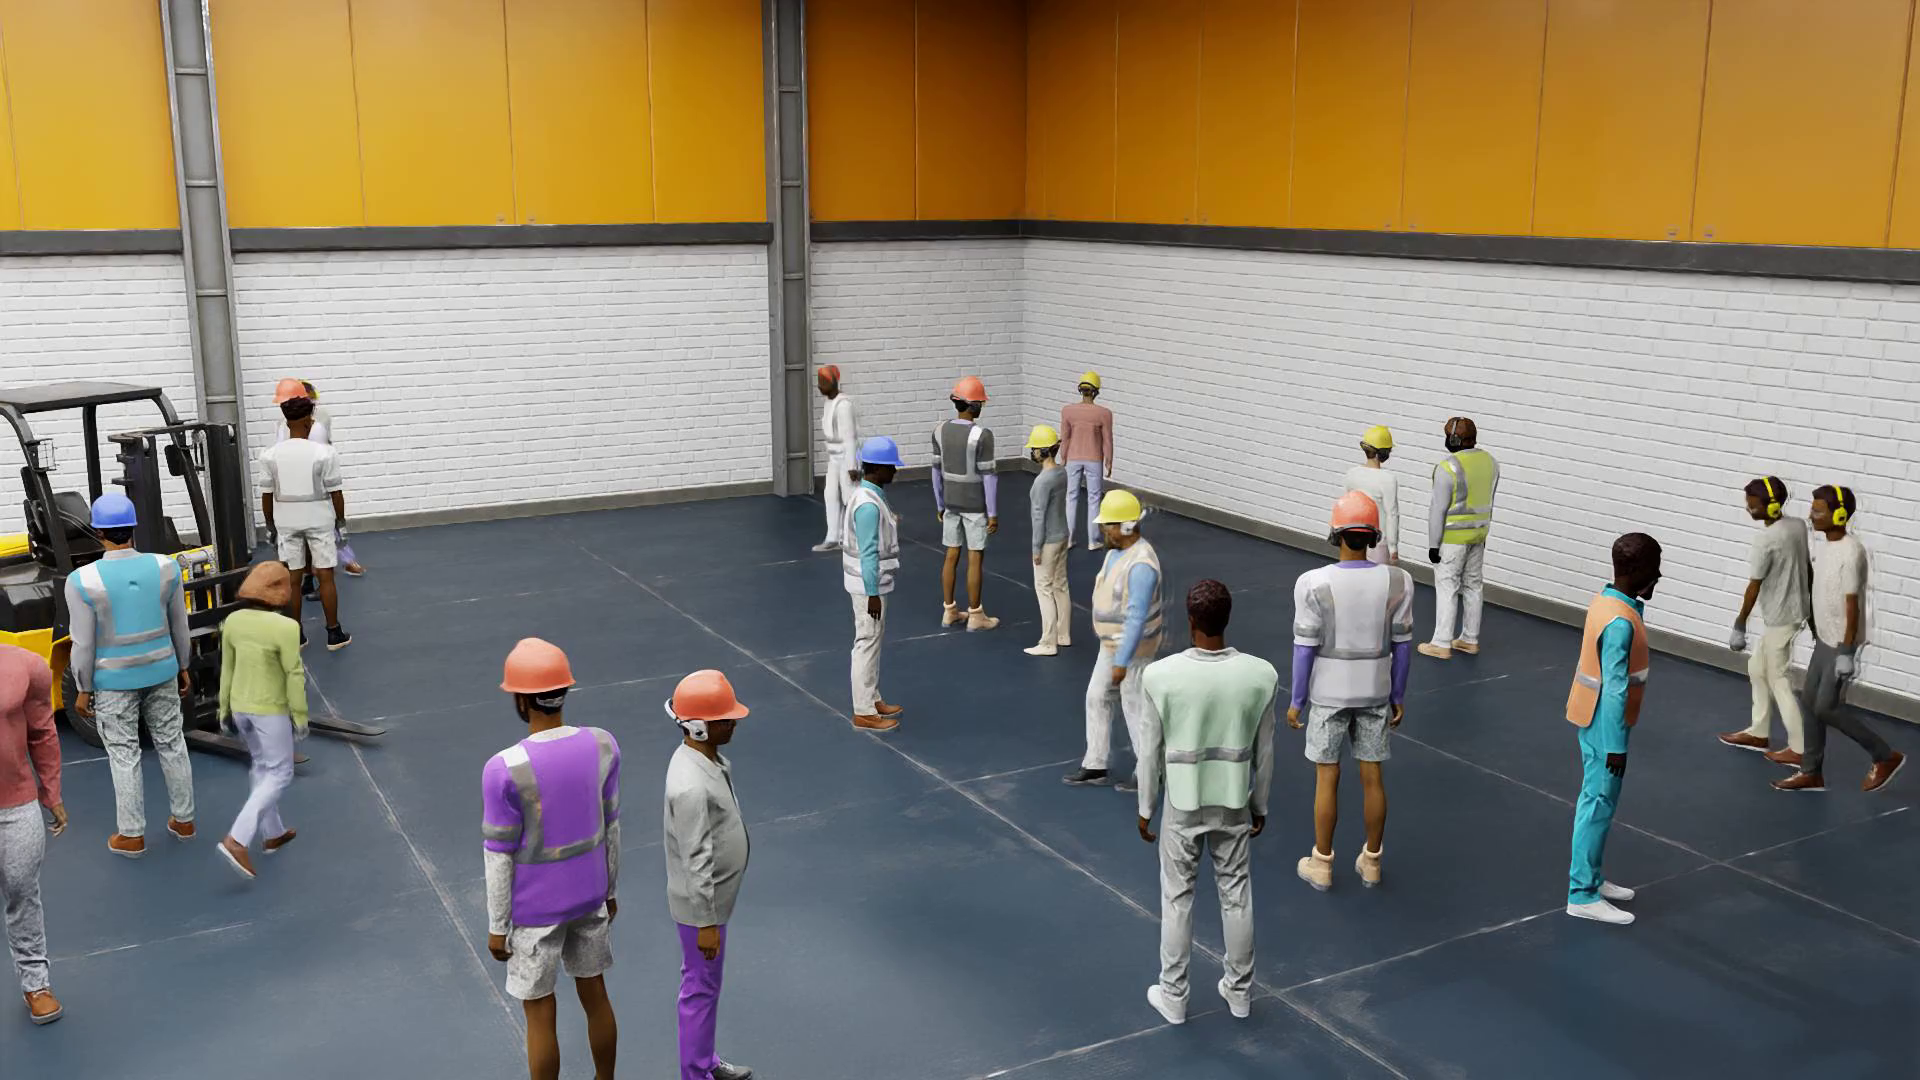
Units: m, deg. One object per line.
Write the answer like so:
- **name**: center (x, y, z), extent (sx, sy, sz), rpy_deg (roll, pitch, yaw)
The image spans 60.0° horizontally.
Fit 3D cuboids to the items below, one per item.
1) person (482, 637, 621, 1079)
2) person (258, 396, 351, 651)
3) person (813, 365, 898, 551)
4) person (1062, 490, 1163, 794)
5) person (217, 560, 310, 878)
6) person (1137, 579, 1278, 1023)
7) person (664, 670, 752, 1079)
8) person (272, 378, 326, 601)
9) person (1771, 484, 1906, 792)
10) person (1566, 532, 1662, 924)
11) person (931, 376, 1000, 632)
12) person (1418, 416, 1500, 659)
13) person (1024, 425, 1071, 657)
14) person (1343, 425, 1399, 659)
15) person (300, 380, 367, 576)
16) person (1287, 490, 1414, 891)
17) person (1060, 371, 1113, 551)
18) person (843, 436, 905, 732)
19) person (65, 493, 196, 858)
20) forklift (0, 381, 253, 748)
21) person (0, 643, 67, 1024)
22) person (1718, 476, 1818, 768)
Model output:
- **person**: center (-1.500, 1.305, 6.116), extent (0.388, 1.930, 0.544), rpy_deg (12, 17, 44)
- **person**: center (-4.998, -0.121, 12.708), extent (0.612, 1.962, 0.363), rpy_deg (-1, 12, -7)
- **person**: center (-1.036, -0.801, 16.203), extent (0.768, 1.850, 0.587), rpy_deg (-5, 13, -23)
- **person**: center (0.911, 0.603, 9.681), extent (0.620, 1.800, 0.609), rpy_deg (-2, 12, -11)
- **person**: center (-3.693, 0.924, 8.662), extent (0.540, 1.601, 0.634), rpy_deg (4, 13, 20)
- **person**: center (1.045, 1.114, 7.067), extent (0.585, 1.908, 0.390), rpy_deg (-1, 12, -6)
- **person**: center (-0.952, 1.342, 6.347), extent (0.327, 1.752, 0.563), rpy_deg (-1, 12, -7)
- **person**: center (-5.652, -0.429, 14.252), extent (0.541, 1.930, 0.385), rpy_deg (7, 14, 31)
- **person**: center (5.134, 0.597, 9.592), extent (0.590, 1.856, 0.547), rpy_deg (2, 12, 8)
- **person**: center (3.147, 0.896, 8.076), extent (0.397, 1.911, 0.587), rpy_deg (4, 13, 19)
- **person**: center (0.066, -0.285, 13.298), extent (0.616, 2.041, 0.381), rpy_deg (10, 15, 38)
- **person**: center (3.748, -0.016, 12.537), extent (0.624, 1.837, 0.429), rpy_deg (-7, 14, -30)
- **person**: center (0.653, 0.004, 12.623), extent (0.339, 1.760, 0.531), rpy_deg (6, 13, 25)
- **person**: center (3.102, 0.015, 12.536), extent (0.322, 1.769, 0.523), rpy_deg (-7, 14, -31)
- **person**: center (-5.727, -0.533, 14.961), extent (0.701, 1.825, 0.605), rpy_deg (7, 14, 30)
- **person**: center (1.949, 0.763, 8.377), extent (0.605, 2.045, 0.378), rpy_deg (-1, 12, -4)
- **person**: center (1.238, -0.767, 16.236), extent (0.532, 1.757, 0.336), rpy_deg (4, 13, 17)
- **person**: center (-0.559, 0.284, 10.879), extent (0.415, 1.939, 0.604), rpy_deg (0, 12, 0)
- **person**: center (-4.397, 0.713, 8.838), extent (0.405, 1.946, 0.612), rpy_deg (10, 16, 40)
- **forklift**: center (-5.853, 0.085, 11.199), extent (2.313, 2.155, 1.214), rpy_deg (7, 14, 28)
- **person**: center (-4.078, 1.123, 6.936), extent (0.635, 1.937, 0.353), rpy_deg (-9, 15, -37)
- **person**: center (4.959, 0.489, 10.190), extent (0.605, 1.813, 0.690), rpy_deg (-11, 16, -41)
